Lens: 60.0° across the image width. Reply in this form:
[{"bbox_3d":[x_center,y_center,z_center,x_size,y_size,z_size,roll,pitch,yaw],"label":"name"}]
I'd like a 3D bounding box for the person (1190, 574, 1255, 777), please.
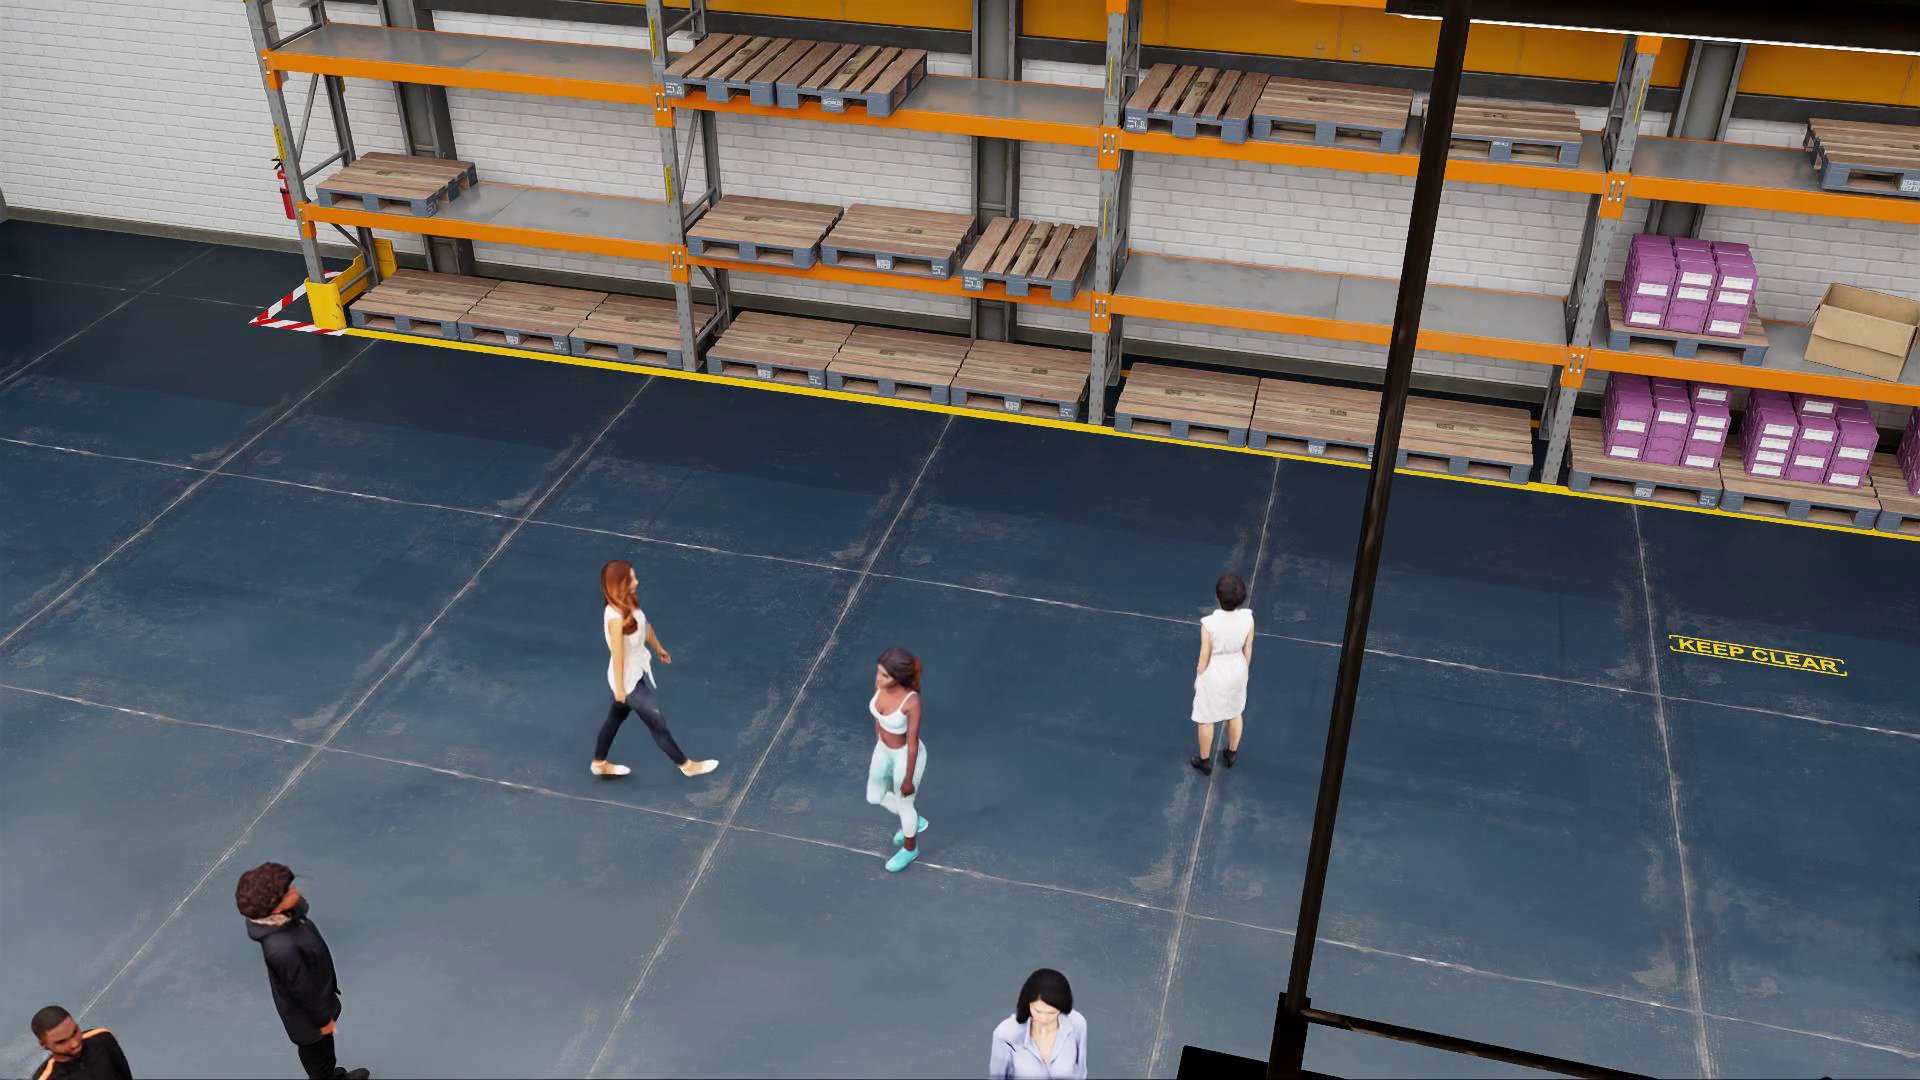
[{"bbox_3d":[1.723,0.887,10.935,0.613,1.555,0.704,-10,35,-15],"label":"person"}]

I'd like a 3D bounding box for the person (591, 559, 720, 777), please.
[{"bbox_3d":[-2.231,0.882,10.772,1.162,1.742,0.829,-1,34,-2],"label":"person"}]

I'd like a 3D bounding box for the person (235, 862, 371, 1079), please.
[{"bbox_3d":[-3.365,2.348,8.532,0.798,1.780,0.737,-18,38,-25],"label":"person"}]

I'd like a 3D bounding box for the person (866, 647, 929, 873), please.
[{"bbox_3d":[-0.304,1.304,10.163,0.786,1.714,0.717,-24,40,-31],"label":"person"}]

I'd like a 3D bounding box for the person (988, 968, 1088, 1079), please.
[{"bbox_3d":[0.375,2.696,8.039,0.652,1.746,0.788,-6,34,-9],"label":"person"}]

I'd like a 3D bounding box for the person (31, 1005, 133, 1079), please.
[{"bbox_3d":[-4.059,2.816,7.816,0.802,1.794,0.720,16,37,23],"label":"person"}]
